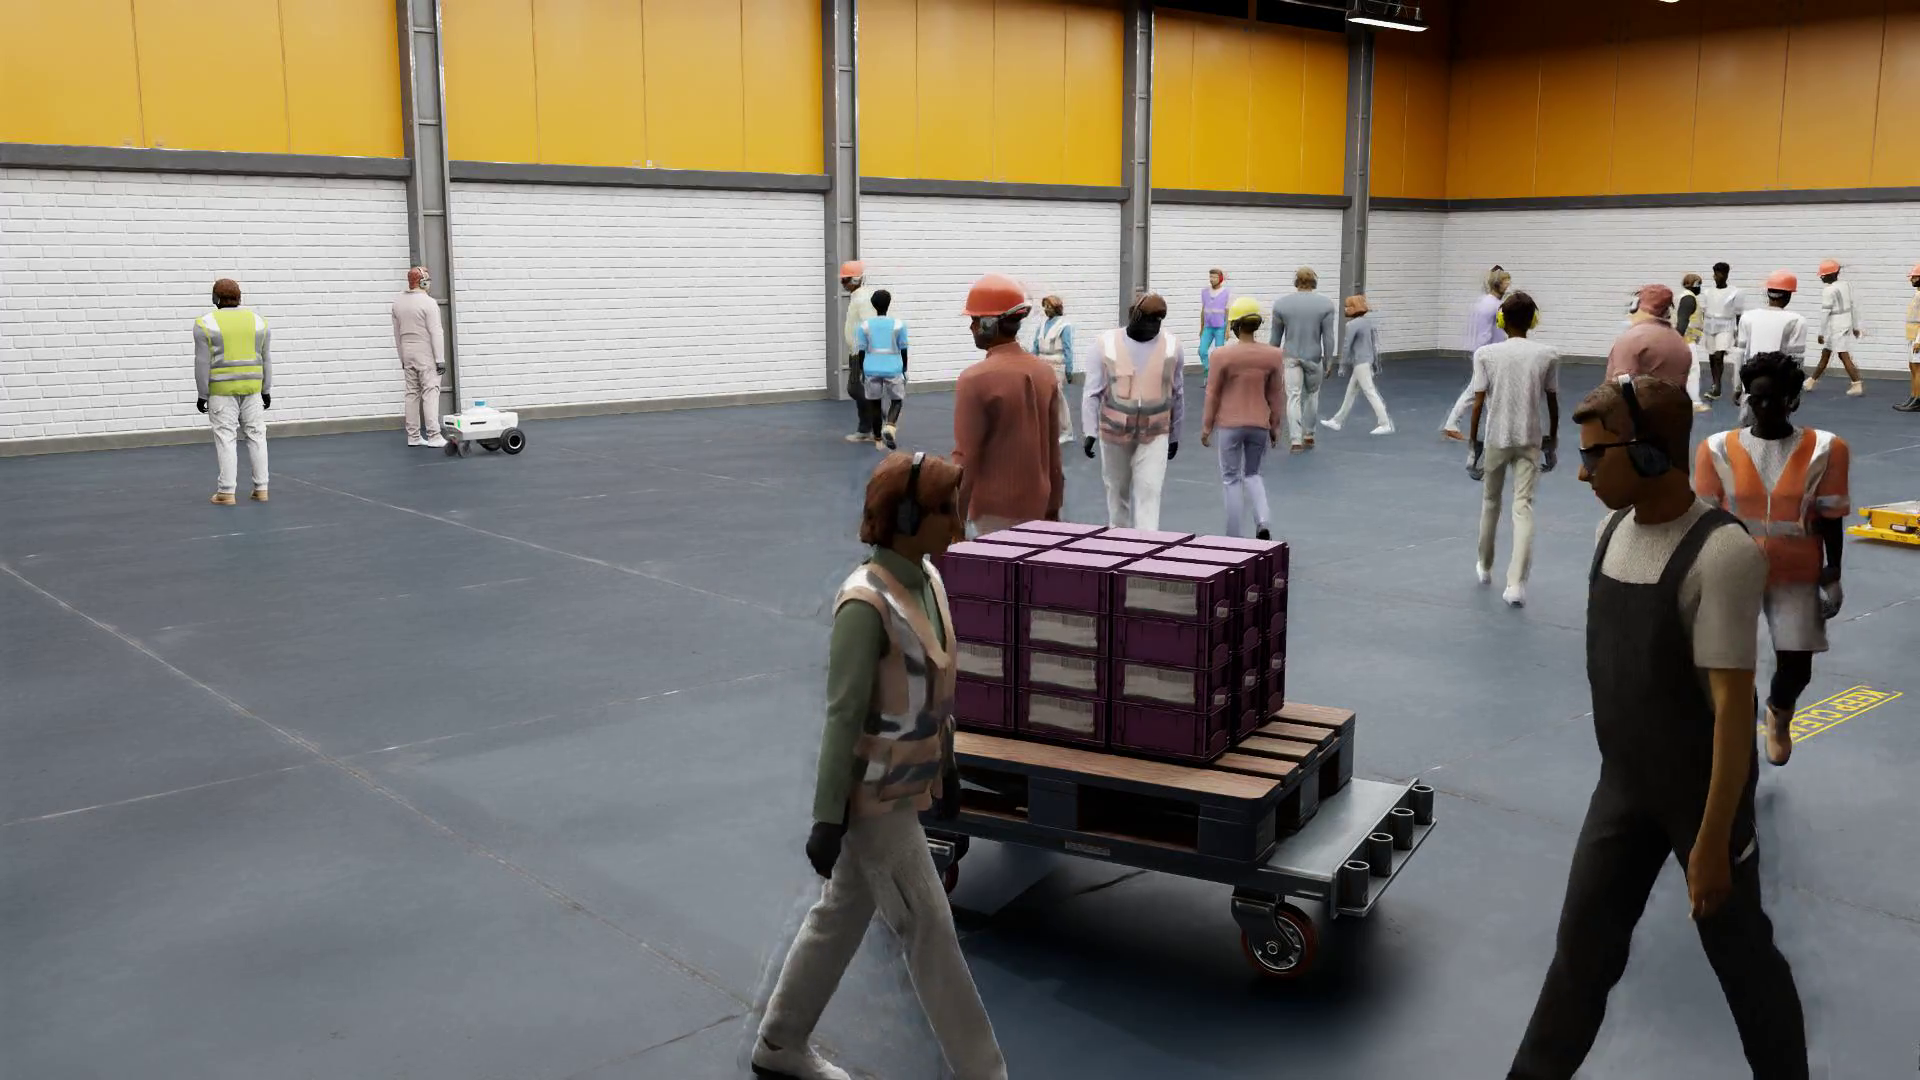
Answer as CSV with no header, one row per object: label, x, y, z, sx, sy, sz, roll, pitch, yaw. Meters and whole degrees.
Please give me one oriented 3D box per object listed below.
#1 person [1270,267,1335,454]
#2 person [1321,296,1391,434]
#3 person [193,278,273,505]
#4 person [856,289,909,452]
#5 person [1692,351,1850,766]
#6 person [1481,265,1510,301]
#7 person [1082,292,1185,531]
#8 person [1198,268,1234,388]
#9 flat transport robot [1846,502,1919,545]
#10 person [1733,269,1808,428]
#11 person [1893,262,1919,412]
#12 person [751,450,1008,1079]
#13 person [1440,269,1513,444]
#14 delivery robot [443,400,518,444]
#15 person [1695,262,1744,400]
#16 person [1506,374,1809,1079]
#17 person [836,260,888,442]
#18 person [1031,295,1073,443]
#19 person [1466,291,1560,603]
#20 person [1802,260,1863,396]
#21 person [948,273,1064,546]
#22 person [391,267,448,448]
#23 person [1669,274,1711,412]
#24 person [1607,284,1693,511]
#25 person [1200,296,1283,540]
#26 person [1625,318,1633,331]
person,3.551,-1.869,17.278,0.653,1.897,0.942,2,10,13
person,4.574,-2.003,19.041,0.929,1.569,0.508,8,12,38
person,-5.950,-1.213,13.624,0.429,1.843,0.633,9,13,42
person,-0.793,-1.724,17.044,0.548,1.686,0.451,1,10,4
person,2.999,0.130,6.214,0.553,1.680,0.465,5,11,26
person,9.148,-3.762,28.499,0.509,1.864,0.330,1,10,5
person,1.091,-0.644,10.420,0.651,1.785,0.930,0,10,1
person,3.875,-3.218,25.376,0.590,1.830,0.530,8,13,41
flat transport robot,7.084,-0.140,11.930,1.431,0.197,0.652,-6,11,-31
person,6.710,-1.288,13.836,0.559,1.918,0.551,9,13,42
person,12.465,-2.637,21.680,0.359,1.938,0.545,4,10,20
person,-0.139,0.584,3.851,0.875,1.582,0.536,3,10,15
person,5.661,-1.933,17.745,1.056,1.890,0.647,4,11,24
delivery robot,-4.877,-1.182,16.929,0.477,0.478,0.707,10,14,44
person,10.633,-2.939,23.467,0.889,1.931,0.617,-7,12,-37
person,1.473,0.547,3.517,0.990,1.776,0.583,-3,10,-17
person,-1.084,-2.027,18.005,0.510,1.971,0.676,-2,10,-13
person,0.928,-1.802,17.789,0.821,1.600,0.513,-5,11,-29
person,3.300,-0.565,9.923,0.542,1.817,0.998,2,10,14
person,12.754,-3.088,24.246,0.682,1.960,1.033,-9,13,-41
person,0.251,-0.146,7.062,0.947,1.961,0.625,7,12,37
person,-5.675,-1.926,17.601,0.639,1.911,0.406,6,11,29
person,9.459,-2.552,21.616,0.721,1.791,0.698,2,10,11
person,3.919,-0.552,9.718,0.794,1.864,0.398,-7,12,-37
person,1.907,-0.767,11.291,0.529,1.755,0.362,-3,10,-16
person,7.107,-1.781,17.339,0.491,1.718,0.785,-1,10,-6
